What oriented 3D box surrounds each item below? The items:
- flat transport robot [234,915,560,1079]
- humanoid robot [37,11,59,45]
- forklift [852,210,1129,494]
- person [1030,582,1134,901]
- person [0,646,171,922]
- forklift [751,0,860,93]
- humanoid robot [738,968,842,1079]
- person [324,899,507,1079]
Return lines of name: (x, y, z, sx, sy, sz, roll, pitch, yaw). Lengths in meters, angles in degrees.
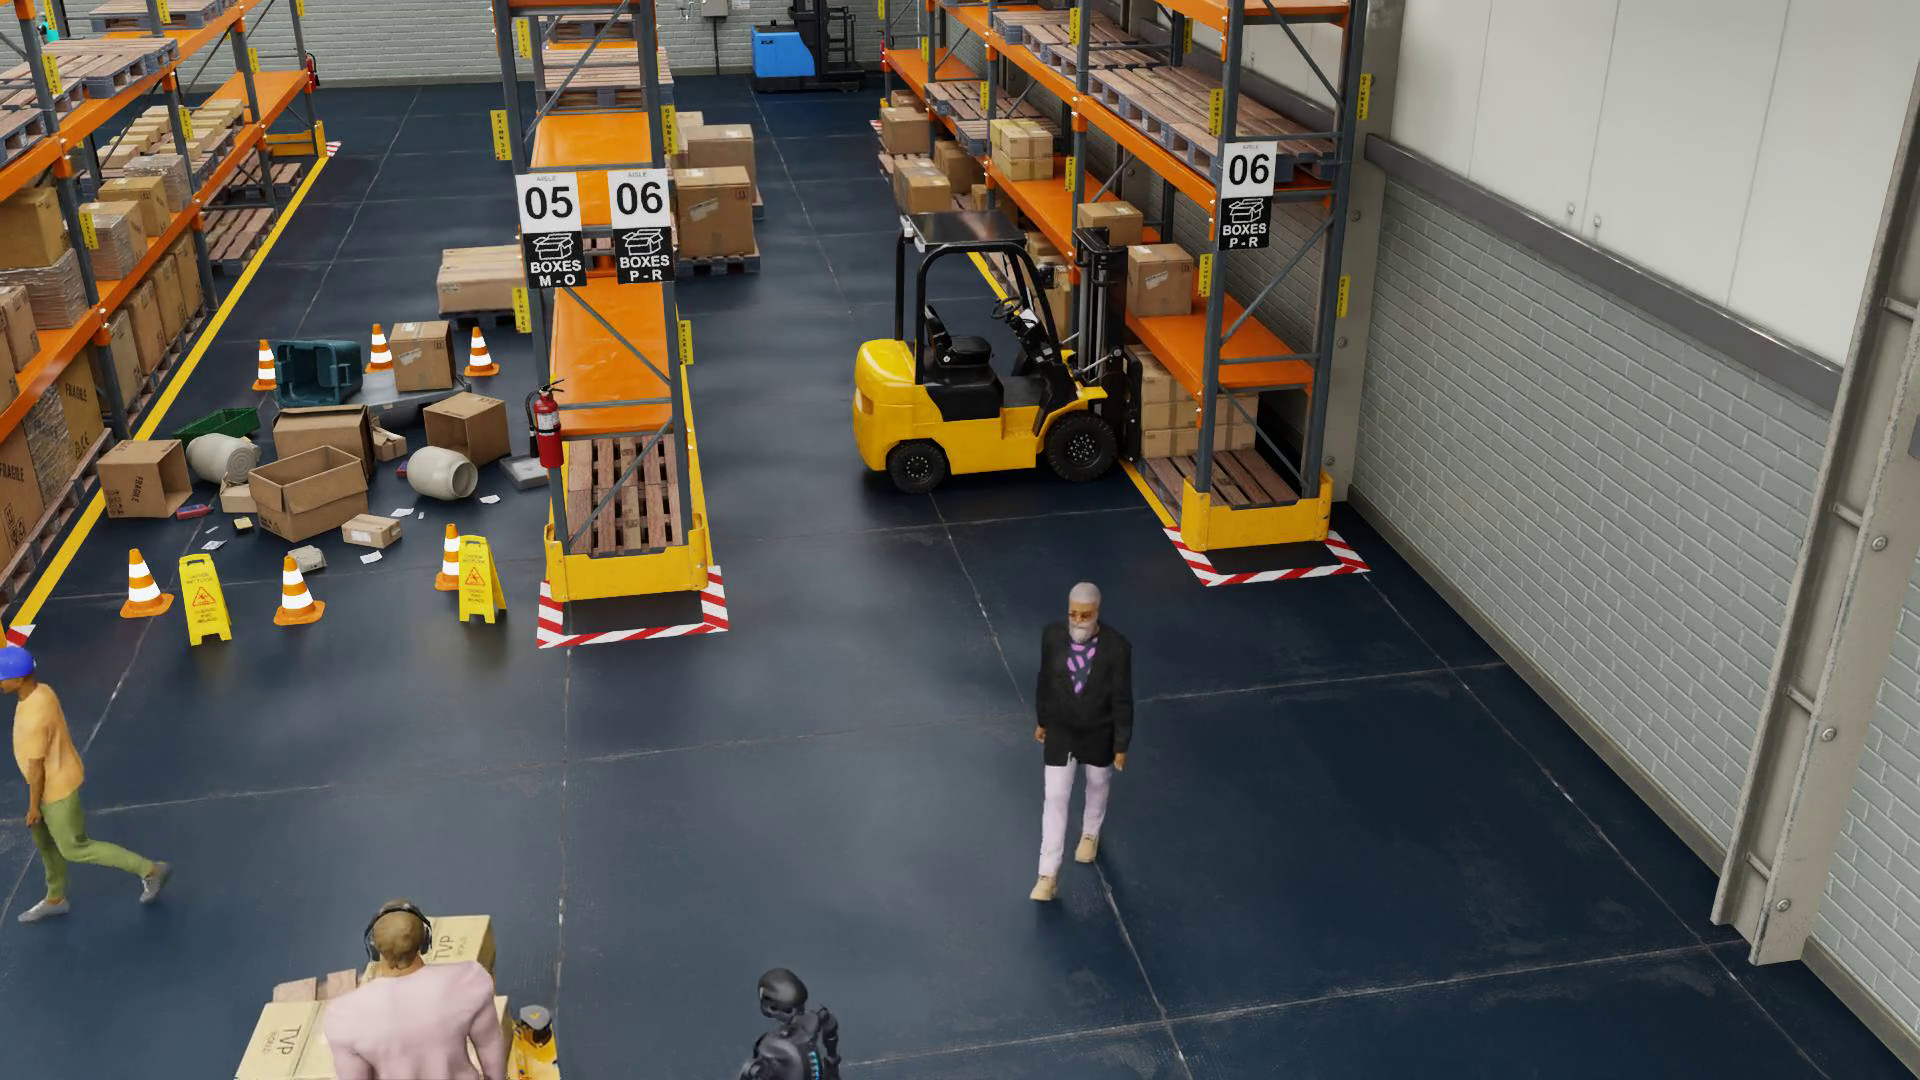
flat transport robot: (-2.603, 2.584, 7.747, 1.431, 0.231, 0.659, -8, 27, -16)
humanoid robot: (-14.979, -8.046, 28.034, 0.735, 1.677, 0.533, 2, 26, 4)
forklift: (0.216, -1.659, 14.366, 2.313, 2.155, 1.214, -5, 26, -10)
person: (0.646, 1.104, 9.037, 0.565, 1.814, 0.922, 6, 26, 13)
person: (-4.735, 1.291, 8.800, 0.738, 1.690, 0.455, -12, 28, -23)
forklift: (-2.872, -9.679, 30.288, 1.873, 2.768, 1.129, -5, 26, -10)
humanoid robot: (-0.633, 2.393, 6.534, 0.345, 1.665, 0.601, 17, 31, 32)
person: (-2.086, 2.235, 6.547, 0.634, 1.937, 0.354, -12, 28, -24)
